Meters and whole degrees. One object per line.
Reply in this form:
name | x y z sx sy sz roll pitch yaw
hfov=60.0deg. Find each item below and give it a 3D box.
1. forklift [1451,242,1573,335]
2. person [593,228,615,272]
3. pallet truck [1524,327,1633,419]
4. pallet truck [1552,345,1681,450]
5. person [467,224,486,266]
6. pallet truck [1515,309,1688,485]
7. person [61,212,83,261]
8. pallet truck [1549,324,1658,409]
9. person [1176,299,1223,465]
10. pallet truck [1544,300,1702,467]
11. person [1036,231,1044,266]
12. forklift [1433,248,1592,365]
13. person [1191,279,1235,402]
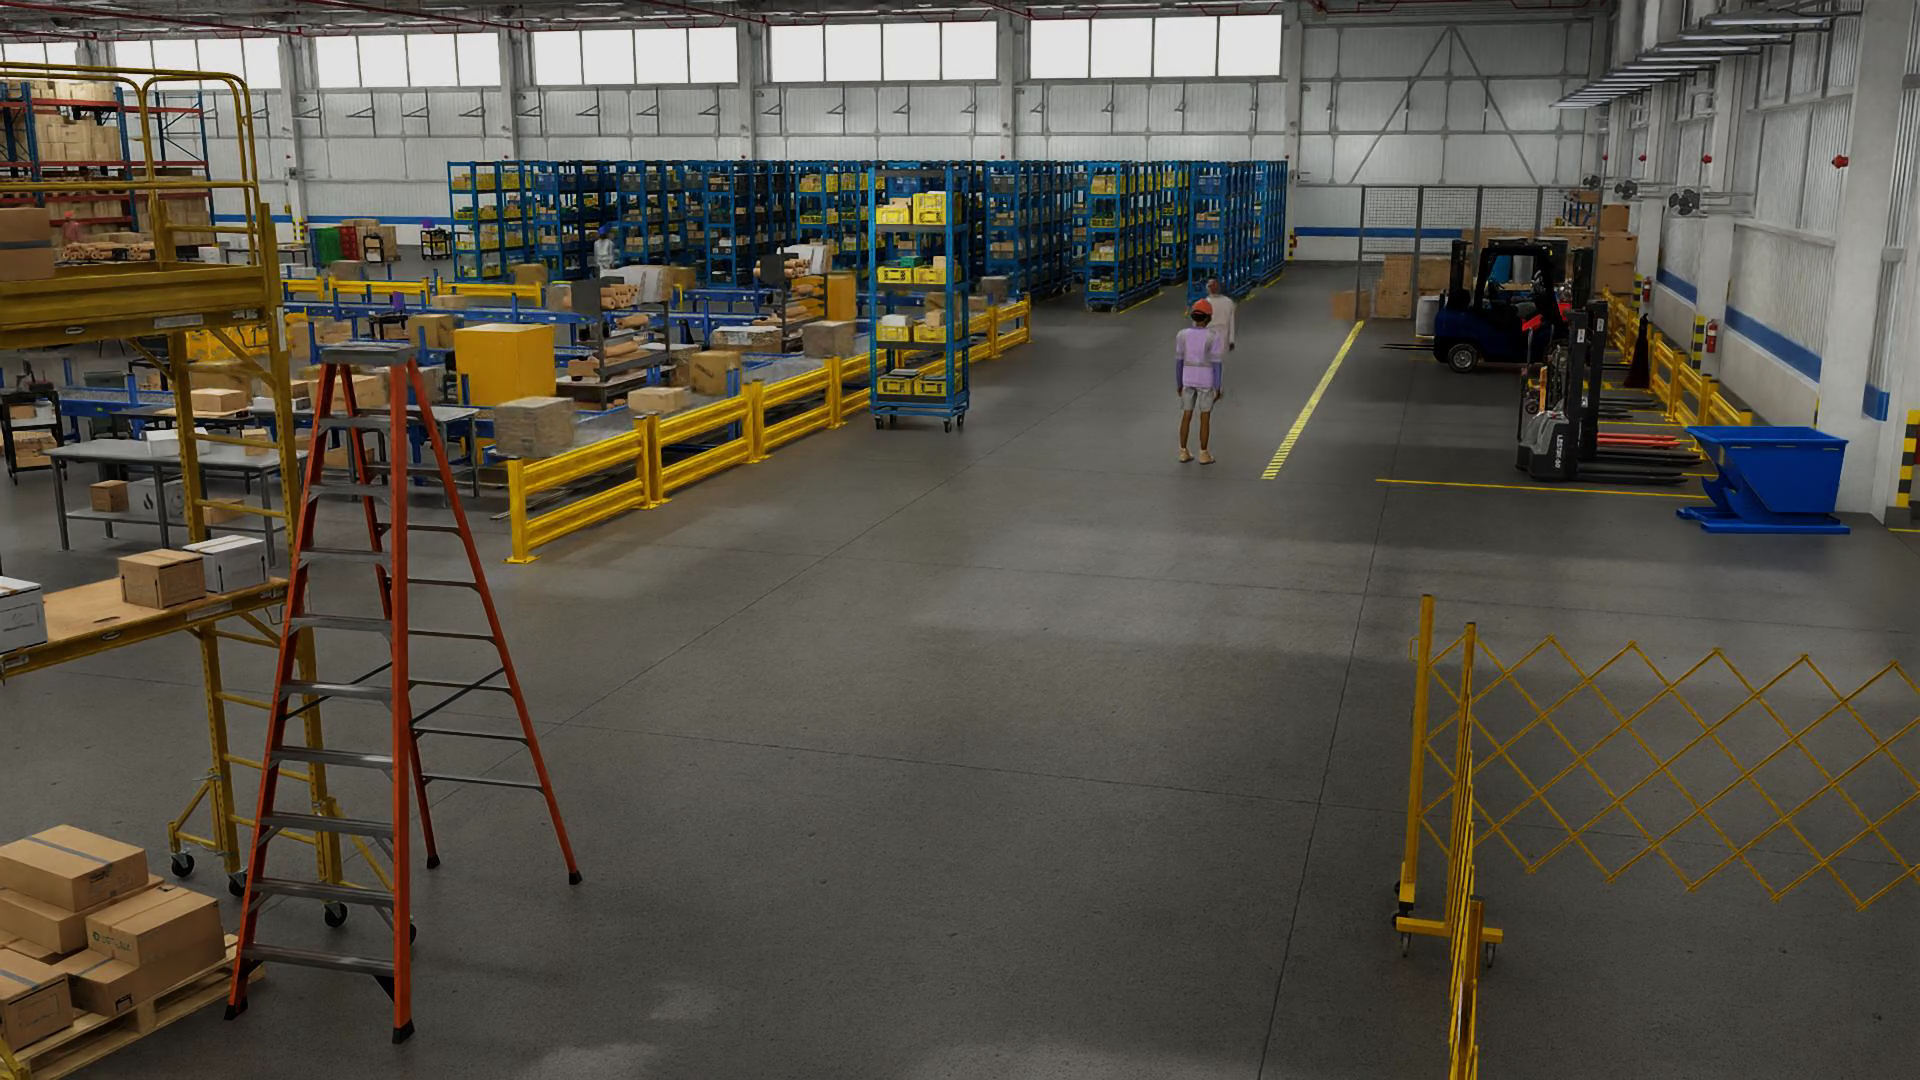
forklift | 10.464 -4.597 31.405 2.680 1.987 1.157 4 14 16
person | -9.423 -7.313 44.038 0.620 1.889 1.045 1 13 6
pallet truck | 9.065 -2.460 24.370 1.522 1.261 0.704 3 13 14
pallet truck | 8.641 -1.896 21.908 1.630 1.274 0.653 4 14 16
person | -15.219 -9.173 52.296 0.935 1.792 0.580 3 13 11
pallet truck | 7.554 -1.677 19.446 1.885 1.965 0.823 3 13 14
person | -29.288 -9.835 54.819 0.647 1.939 1.045 4 13 15
pallet truck | 9.824 -2.669 25.407 1.601 1.201 0.680 4 14 16
person | 2.956 -1.949 20.548 0.608 2.034 0.406 8 15 32
pallet truck | 8.263 -1.952 20.631 1.885 1.965 0.823 5 14 20
person | 2.243 -8.138 47.717 0.460 1.826 0.590 6 14 24
forklift | 9.780 -4.111 29.280 2.680 1.987 1.157 3 13 14
person | 3.871 -3.114 25.877 0.678 1.884 0.738 -4 13 -15
